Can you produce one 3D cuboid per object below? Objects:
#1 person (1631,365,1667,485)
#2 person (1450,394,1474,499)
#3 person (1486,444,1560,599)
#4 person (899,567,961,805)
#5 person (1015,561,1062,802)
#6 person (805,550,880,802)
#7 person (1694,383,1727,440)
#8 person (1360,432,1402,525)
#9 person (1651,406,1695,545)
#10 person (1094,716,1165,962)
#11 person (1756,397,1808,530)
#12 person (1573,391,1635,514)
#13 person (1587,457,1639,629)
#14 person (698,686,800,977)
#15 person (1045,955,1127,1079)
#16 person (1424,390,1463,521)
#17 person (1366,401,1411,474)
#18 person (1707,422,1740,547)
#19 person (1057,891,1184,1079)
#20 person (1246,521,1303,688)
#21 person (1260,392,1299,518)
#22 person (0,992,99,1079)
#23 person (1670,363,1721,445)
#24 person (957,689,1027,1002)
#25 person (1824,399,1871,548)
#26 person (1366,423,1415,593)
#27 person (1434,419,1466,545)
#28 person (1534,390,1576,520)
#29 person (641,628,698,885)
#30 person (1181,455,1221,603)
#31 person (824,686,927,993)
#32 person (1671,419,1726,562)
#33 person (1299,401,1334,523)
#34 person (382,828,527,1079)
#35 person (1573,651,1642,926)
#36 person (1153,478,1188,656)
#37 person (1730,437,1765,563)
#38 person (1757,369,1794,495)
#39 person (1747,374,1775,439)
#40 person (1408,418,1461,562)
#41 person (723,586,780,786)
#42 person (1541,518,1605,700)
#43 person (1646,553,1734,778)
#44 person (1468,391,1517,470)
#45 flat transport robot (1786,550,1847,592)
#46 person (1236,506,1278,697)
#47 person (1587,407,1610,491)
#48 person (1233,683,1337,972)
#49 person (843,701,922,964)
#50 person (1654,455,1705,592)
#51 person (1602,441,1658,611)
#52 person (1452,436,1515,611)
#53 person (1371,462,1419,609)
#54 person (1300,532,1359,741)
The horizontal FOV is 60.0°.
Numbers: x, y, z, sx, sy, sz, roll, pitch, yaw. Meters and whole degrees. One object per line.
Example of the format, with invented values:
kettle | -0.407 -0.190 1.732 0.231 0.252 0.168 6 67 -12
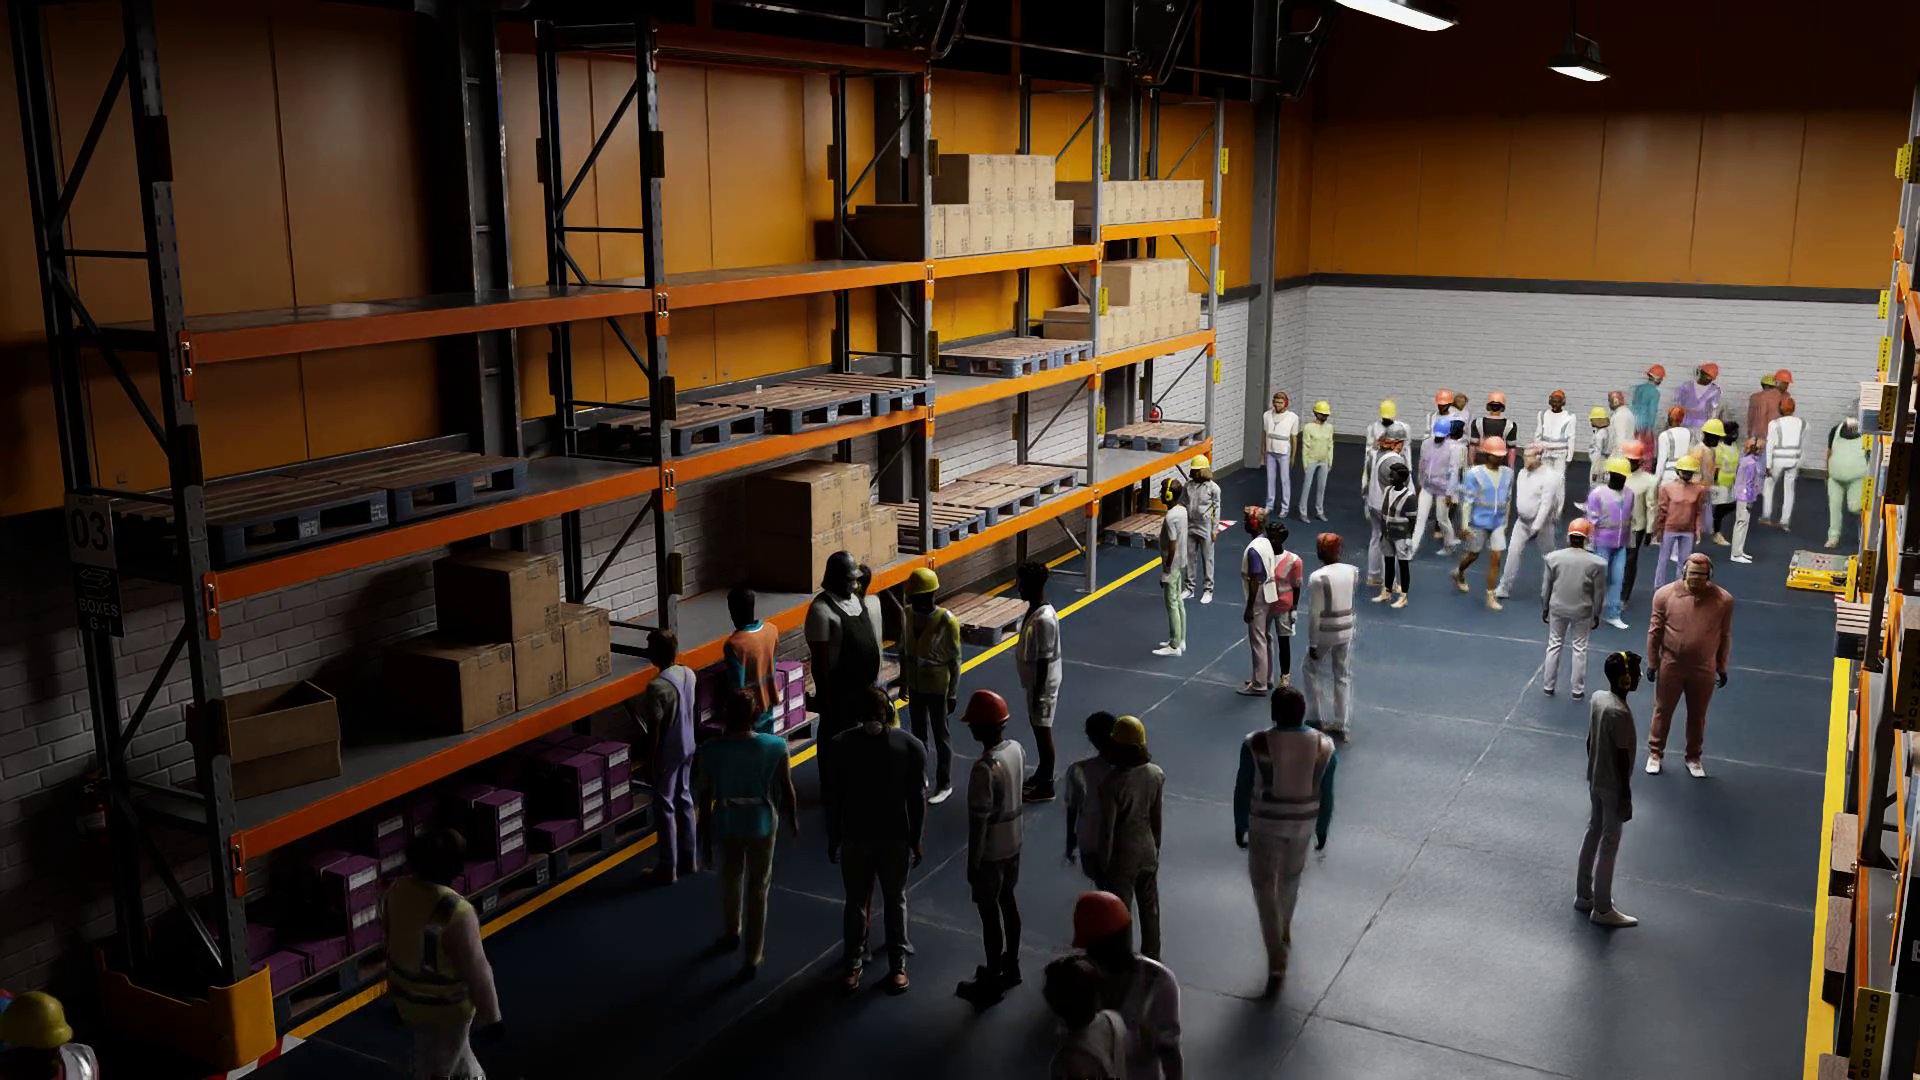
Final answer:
person | 10.850 -1.811 26.498 0.717 1.936 0.618 -4 13 -16
person | 7.639 -1.433 25.512 0.541 1.589 0.840 -1 13 -4
person | 6.736 -0.210 19.479 1.009 1.858 0.641 -6 14 -23
person | -0.264 1.149 13.225 0.591 1.923 0.381 10 16 39
person | 0.620 1.120 13.295 0.375 1.958 0.598 -1 13 -6
person | -0.899 1.075 13.297 0.538 2.000 0.681 6 14 24
person | 12.113 -1.768 27.025 0.544 1.596 0.676 -1 13 -3
person | 5.566 -0.641 21.915 0.529 1.618 0.456 9 16 36
person | 9.544 -0.858 22.308 0.572 1.883 0.353 -5 14 -22
person | 1.021 1.919 10.188 0.487 1.744 0.314 -8 15 -32
person | 11.563 -1.088 23.394 0.581 1.861 0.684 1 13 2
person | 9.498 -1.227 24.068 1.034 1.848 0.684 9 16 36
person | 7.170 0.009 18.393 0.603 1.906 0.653 -4 13 -18
person | -1.323 1.788 10.592 0.584 1.814 0.816 1 13 2
person | 0.605 2.603 6.933 0.686 1.825 0.534 9 15 35
person | 6.849 -1.186 23.686 0.547 1.929 0.385 11 17 40
person | 5.863 -0.978 22.865 0.604 1.863 0.893 7 14 28
person | 10.235 -0.768 22.346 0.542 1.685 0.435 -7 15 -30
person | 0.717 2.457 7.400 0.575 1.924 0.388 4 13 16
person | 3.014 0.649 15.983 0.538 1.696 0.317 8 15 31
person | 4.635 -1.243 24.132 0.561 1.838 0.392 11 17 40
person | -3.665 2.660 6.693 0.403 1.824 0.594 7 14 29
person | 11.622 -1.837 26.478 0.782 1.998 0.402 6 14 27
person | 0.183 1.843 10.112 0.389 1.930 0.544 7 14 27
person | 11.829 -0.891 22.099 0.639 2.000 0.696 -9 16 -36
person | 5.162 -0.397 19.886 0.535 2.000 0.686 -3 13 -15
person | 6.619 -0.786 22.426 0.321 1.694 0.538 -2 13 -10
person | 8.554 -1.228 23.976 0.576 1.880 0.352 10 16 39
person | -2.052 1.520 11.775 0.355 1.834 0.524 6 14 25
person | 2.779 -0.132 19.369 0.494 1.743 0.305 9 16 36
person | -0.515 1.823 10.178 0.631 1.940 0.372 0 13 -1
person | 9.438 -0.621 21.224 0.533 1.891 0.628 10 16 39
person | 5.109 -1.112 23.738 0.530 1.761 0.340 -5 14 -21
person | -2.524 2.300 8.361 0.651 1.792 0.952 10 16 39
person | 4.367 1.645 11.133 0.329 1.872 0.510 -1 13 -5
person | 2.192 0.280 17.242 0.317 1.870 0.523 5 14 23
person | 10.097 -0.518 21.358 0.317 1.631 0.520 4 13 19
person | 12.581 -1.667 25.719 0.641 1.973 0.459 -4 13 -18
person | 12.960 -1.808 26.847 0.529 1.761 0.339 -1 13 -4
person | 6.143 -0.667 21.470 0.906 1.880 0.686 -9 16 -36
person | -1.577 1.287 12.635 0.395 1.914 0.587 6 14 26
person | 5.837 0.650 15.867 0.566 1.744 0.350 7 14 28
person | 6.032 1.036 13.778 0.648 1.904 0.401 3 13 14
person | 7.233 -1.012 22.667 0.613 2.033 0.411 4 13 17
flat transport robot | 10.575 0.372 20.440 0.652 0.197 1.431 7 14 29
person | 2.877 0.585 15.970 0.401 1.835 0.565 5 14 22
person | 8.898 -0.999 23.282 0.319 1.737 0.486 7 14 29
person | 2.057 1.804 10.564 0.634 1.824 0.808 -1 13 -4
person | -0.486 1.835 10.542 0.522 1.755 0.360 -6 14 -26
person | 8.294 -0.104 19.188 0.525 1.772 0.305 0 13 2
person | 7.579 -0.155 18.943 0.655 1.974 0.473 10 16 39
person | 6.053 -0.240 19.256 0.619 2.019 0.895 -2 13 -11
person | 5.026 -0.056 19.133 0.322 1.697 0.535 -6 14 -27
person | 3.254 0.842 14.753 0.594 1.854 0.633 -6 14 -26
